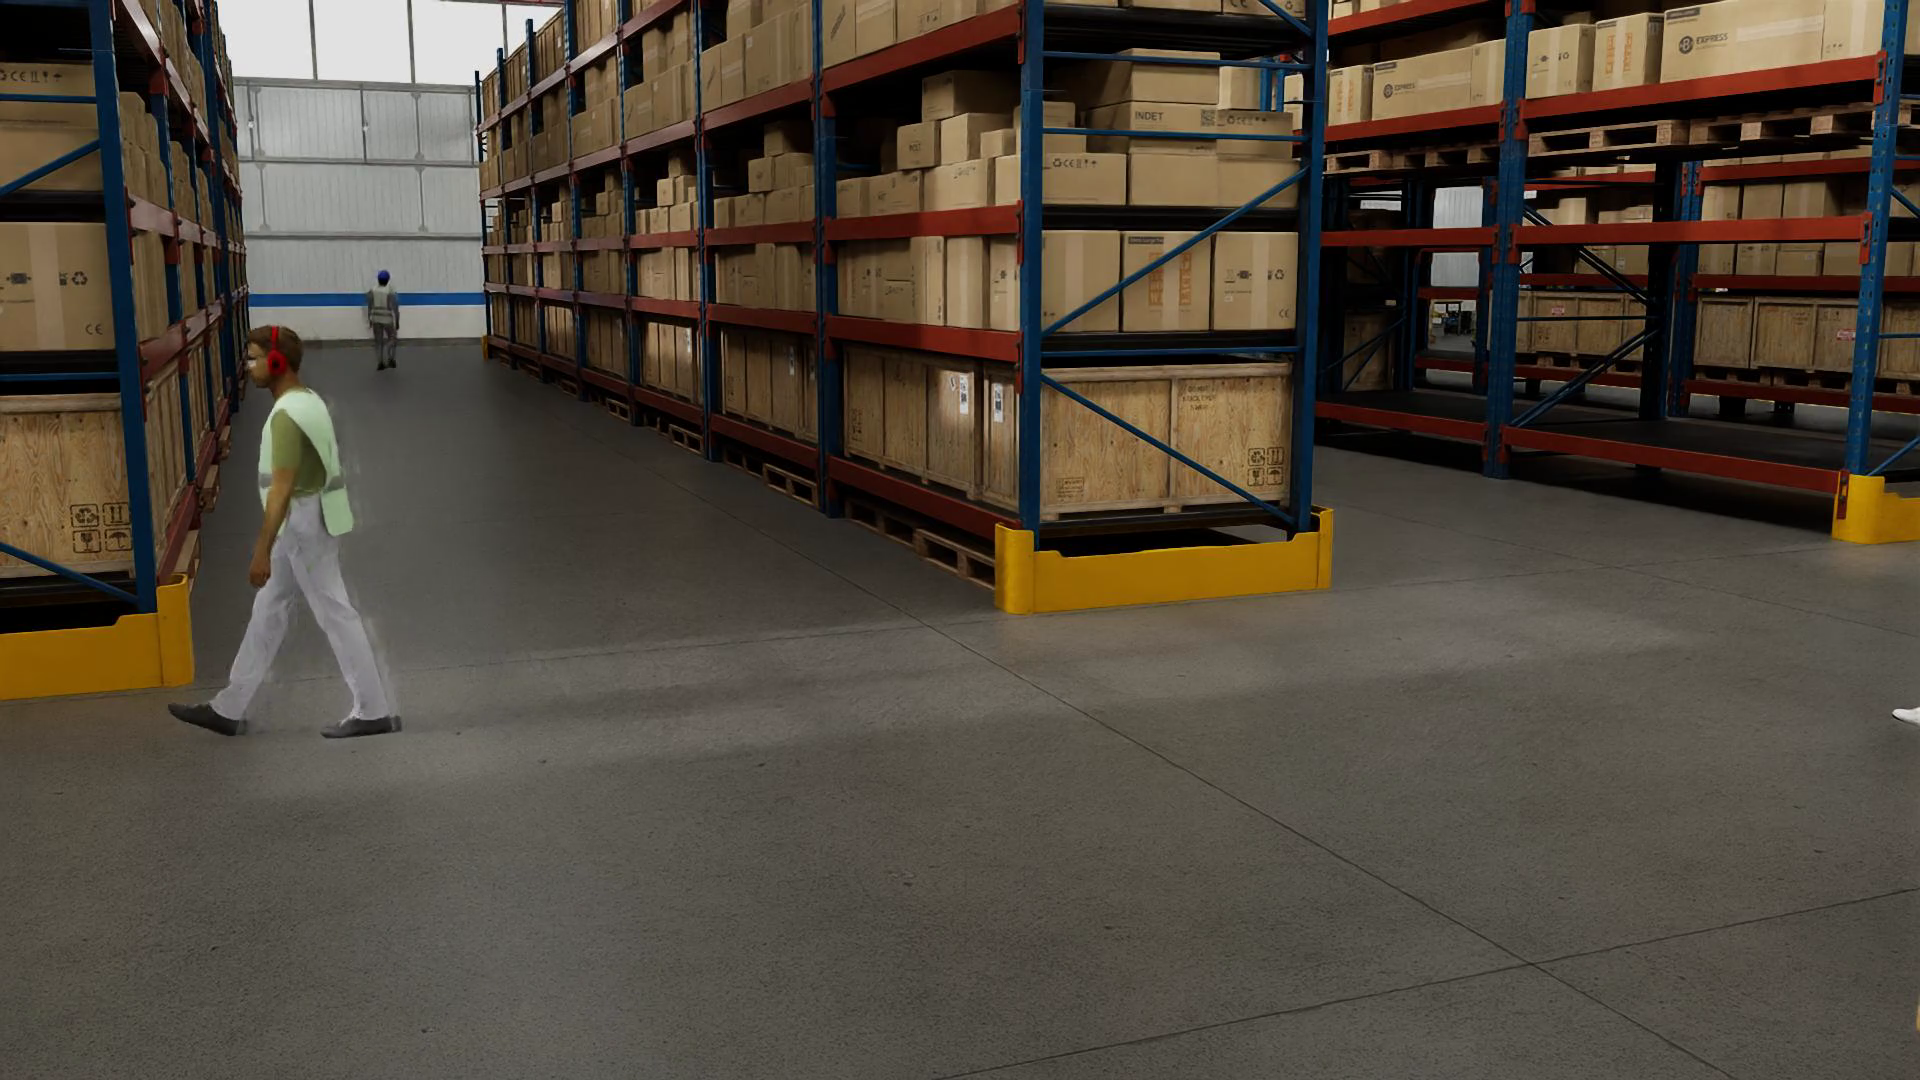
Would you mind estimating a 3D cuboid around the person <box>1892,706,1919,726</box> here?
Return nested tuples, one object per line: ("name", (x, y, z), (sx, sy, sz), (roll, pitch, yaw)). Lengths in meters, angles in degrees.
("person", (4.493, -0.091, 7.358), (0.642, 1.900, 0.401), (-3, 10, -18))

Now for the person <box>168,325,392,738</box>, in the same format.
("person", (-2.932, -0.006, 7.111), (0.939, 1.796, 0.595), (-3, 10, -18))

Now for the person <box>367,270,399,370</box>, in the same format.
("person", (-11.162, -4.260, 32.243), (0.647, 1.922, 0.556), (0, 9, 0))

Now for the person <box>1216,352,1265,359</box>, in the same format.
("person", (2.821, -1.637, 16.913), (0.598, 1.796, 0.889), (-3, 10, -19))
